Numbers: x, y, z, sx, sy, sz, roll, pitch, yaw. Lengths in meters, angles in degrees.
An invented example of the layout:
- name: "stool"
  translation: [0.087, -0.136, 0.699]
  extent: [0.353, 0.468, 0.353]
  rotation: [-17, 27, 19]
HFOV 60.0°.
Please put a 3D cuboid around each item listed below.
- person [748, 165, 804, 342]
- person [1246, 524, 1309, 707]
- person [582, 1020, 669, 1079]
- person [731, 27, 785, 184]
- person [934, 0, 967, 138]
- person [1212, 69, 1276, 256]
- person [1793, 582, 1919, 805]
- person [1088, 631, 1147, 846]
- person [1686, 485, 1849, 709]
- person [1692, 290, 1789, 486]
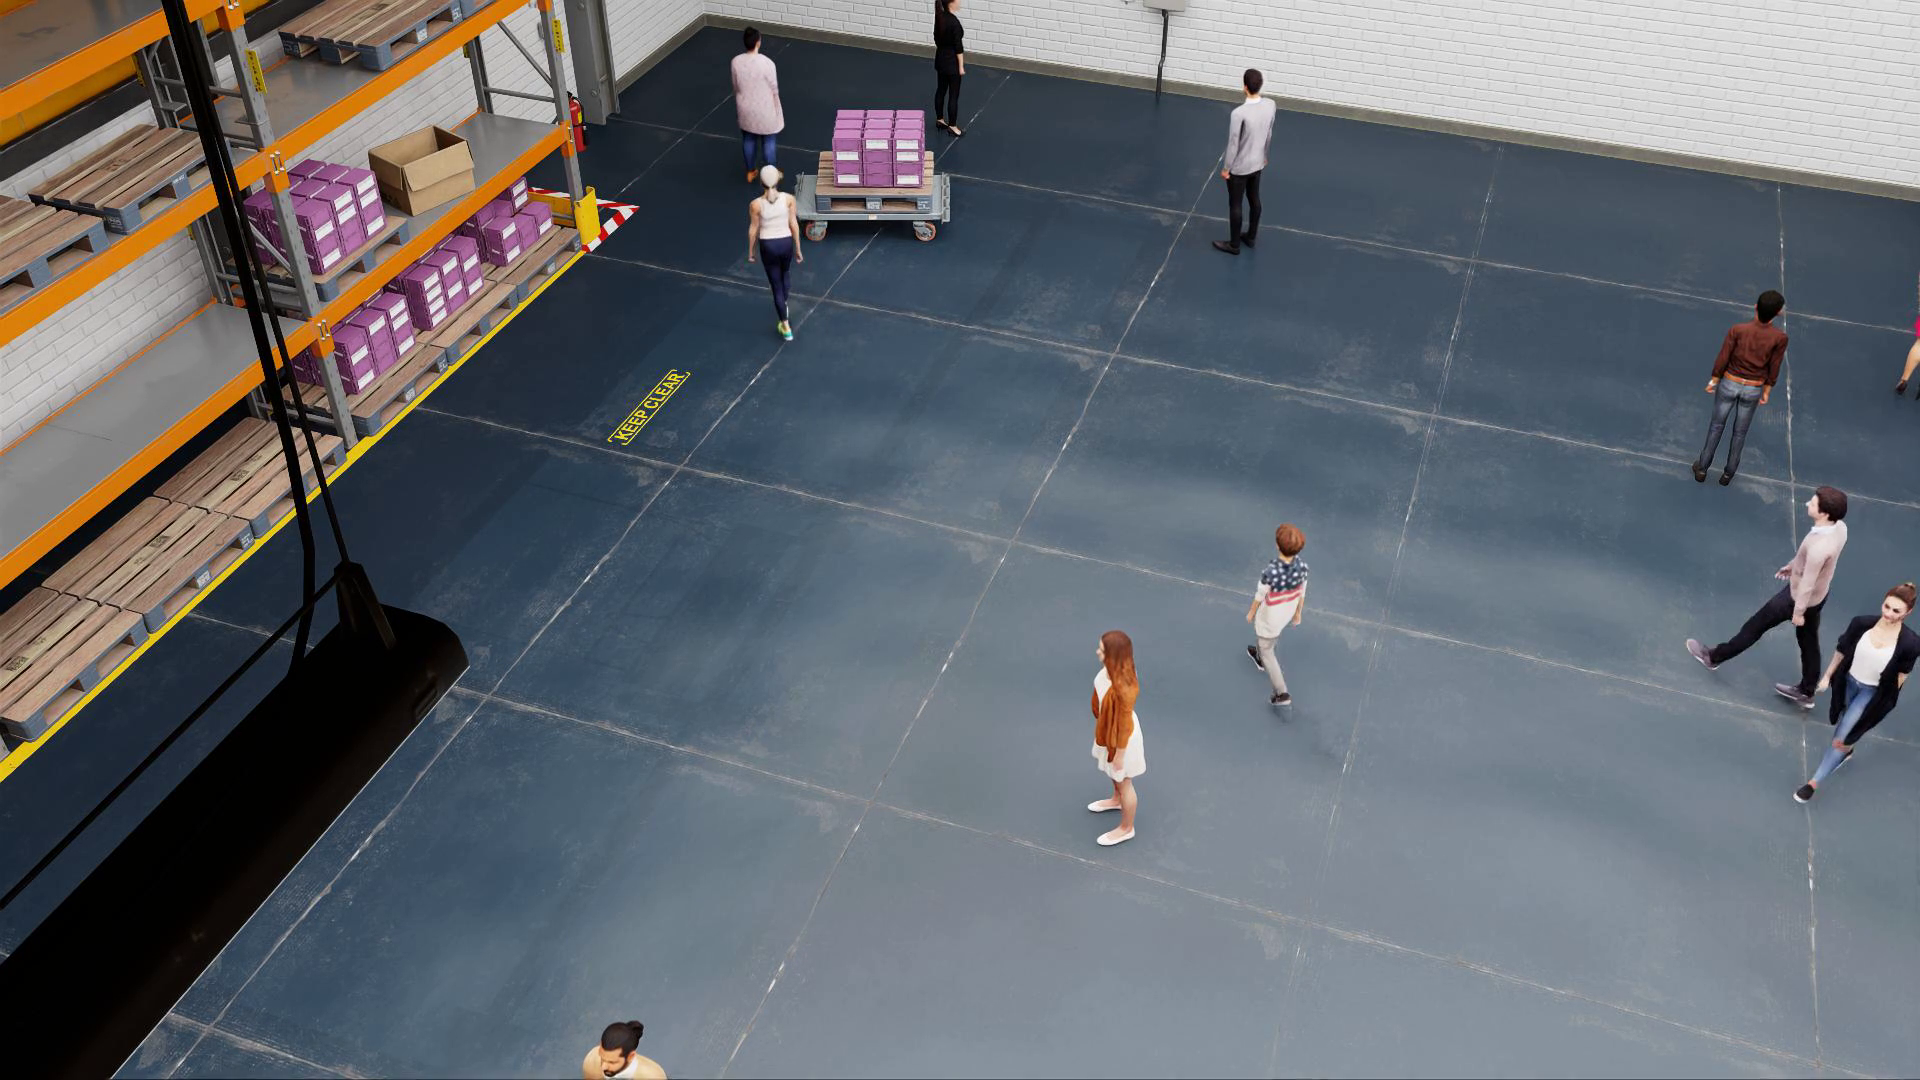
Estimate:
- name: "person"
  translation: [-1.671, -2.617, 15.394]
  extent: [0.922, 1.683, 0.998]
  rotation: [-14, 41, -16]
- name: "person"
  translation: [2.240, 0.534, 11.665]
  extent: [0.912, 1.412, 0.970]
  rotation: [-17, 42, -20]
- name: "person"
  translation: [-1.625, 2.984, 8.323]
  extent: [0.646, 1.755, 0.576]
  rotation: [14, 41, 16]
- name: "person"
  translation: [-2.199, -4.684, 17.934]
  extent: [0.686, 1.743, 0.619]
  rotation: [11, 40, 13]
- name: "person"
  translation: [-0.131, -5.423, 18.926]
  extent: [0.711, 1.660, 0.690]
  rotation: [-26, 45, -28]
- name: "person"
  translation: [2.874, -3.787, 16.668]
  extent: [0.773, 1.921, 0.894]
  rotation: [-25, 45, -28]
- name: "person"
  translation: [6.001, 0.935, 10.978]
  extent: [1.137, 1.643, 0.970]
  rotation: [-26, 46, -29]
- name: "person"
  translation: [1.022, 1.222, 10.561]
  extent: [0.757, 1.715, 0.655]
  rotation: [-5, 39, -6]
- name: "person"
  translation: [5.912, 0.436, 11.511]
  extent: [1.014, 1.759, 1.189]
  rotation: [31, 48, 33]
- name: "person"
  translation: [6.383, -1.239, 13.591]
  extent: [0.642, 1.780, 0.503]
  rotation: [14, 41, 17]
